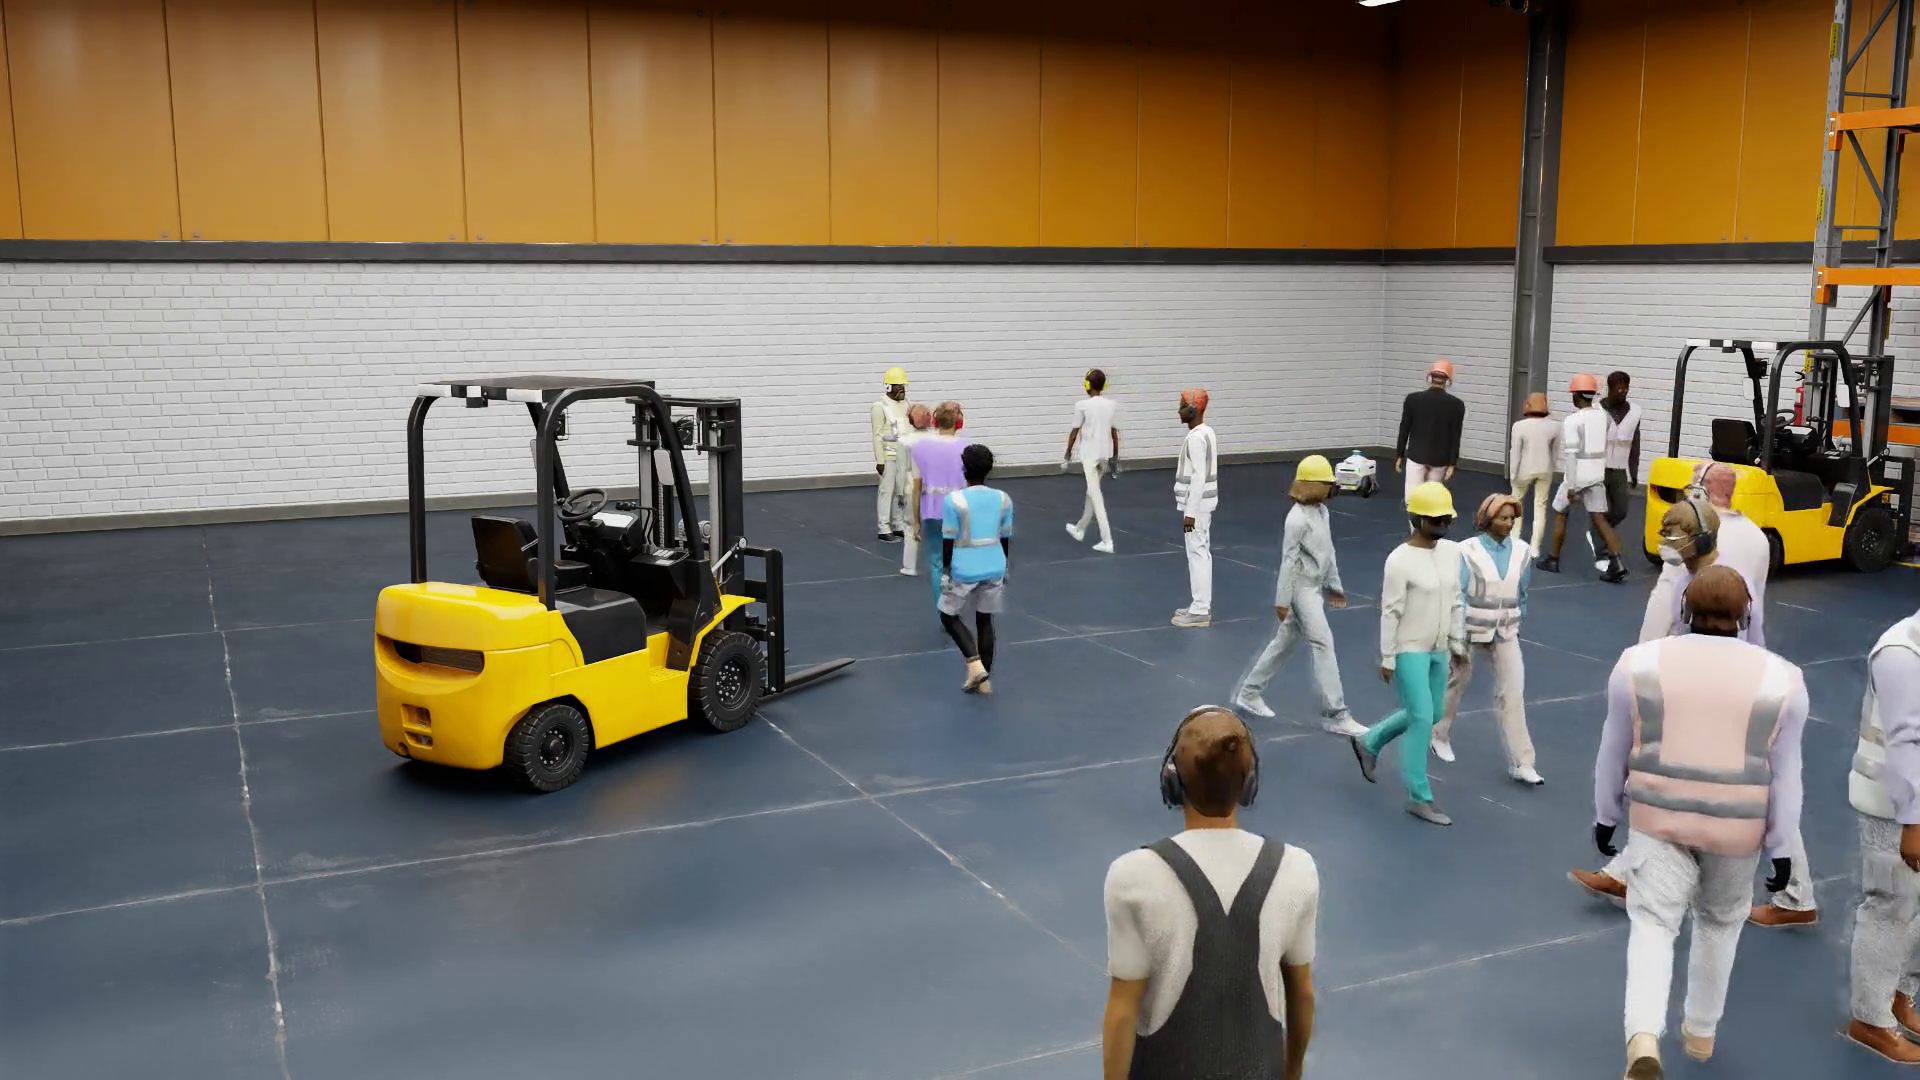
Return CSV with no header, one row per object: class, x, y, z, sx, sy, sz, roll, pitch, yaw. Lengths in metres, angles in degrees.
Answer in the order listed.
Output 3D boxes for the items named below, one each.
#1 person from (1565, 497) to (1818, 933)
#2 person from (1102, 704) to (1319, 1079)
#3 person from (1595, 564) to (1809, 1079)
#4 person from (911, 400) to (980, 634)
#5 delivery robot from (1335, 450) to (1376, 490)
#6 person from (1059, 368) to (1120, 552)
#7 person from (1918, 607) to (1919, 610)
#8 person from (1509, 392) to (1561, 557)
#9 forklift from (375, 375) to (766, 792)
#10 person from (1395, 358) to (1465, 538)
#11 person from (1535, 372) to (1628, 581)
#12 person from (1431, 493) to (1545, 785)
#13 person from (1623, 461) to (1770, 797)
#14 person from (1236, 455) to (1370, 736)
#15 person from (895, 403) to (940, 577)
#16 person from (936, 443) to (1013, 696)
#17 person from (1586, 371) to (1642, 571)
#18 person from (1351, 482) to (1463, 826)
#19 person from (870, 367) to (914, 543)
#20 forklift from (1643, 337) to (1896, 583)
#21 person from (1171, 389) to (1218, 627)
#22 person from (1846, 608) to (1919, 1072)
person,3.169,0.741,7.057,1.037,1.856,0.654,2,9,9
person,0.550,1.263,3.925,0.535,1.819,0.711,-1,9,-9
person,2.494,0.992,5.661,0.657,1.811,0.866,4,10,24
person,-0.099,-0.158,12.748,0.568,1.824,0.665,1,9,7
delivery robot,4.962,-0.880,20.850,0.477,0.478,0.707,5,11,29
person,1.308,-0.821,16.871,0.515,1.822,0.969,-6,11,-33
person,4.161,0.785,6.703,0.657,1.885,0.643,2,9,11
person,5.641,-0.649,16.425,0.494,1.613,0.555,0,9,3
forklift,-2.268,0.149,9.685,1.214,2.155,2.313,6,11,32
person,4.593,-0.793,16.259,0.635,1.960,0.786,2,9,10
person,5.723,-0.577,15.155,0.538,1.897,0.998,-3,10,-19
person,2.922,0.527,9.245,0.523,1.587,0.895,-2,9,-13
person,3.729,0.536,8.351,0.658,1.862,0.993,-6,11,-33
person,2.104,0.314,10.207,0.908,1.698,0.491,5,10,28
person,-0.329,-0.431,15.049,0.526,1.613,0.713,-4,10,-24
person,0.101,0.206,10.904,0.545,1.680,0.375,-5,11,-30
person,6.065,-0.658,15.656,0.616,1.889,0.601,-1,9,-5
person,2.317,0.544,8.618,0.531,1.744,0.673,-7,11,-36
person,-0.674,-0.880,17.226,0.403,1.825,0.591,6,11,33
forklift,7.551,-0.789,15.507,2.313,2.155,1.214,-4,10,-25
person,1.863,-0.256,13.155,0.337,1.882,0.584,2,9,15
person,3.358,0.909,5.798,0.604,1.923,0.450,-6,11,-32
